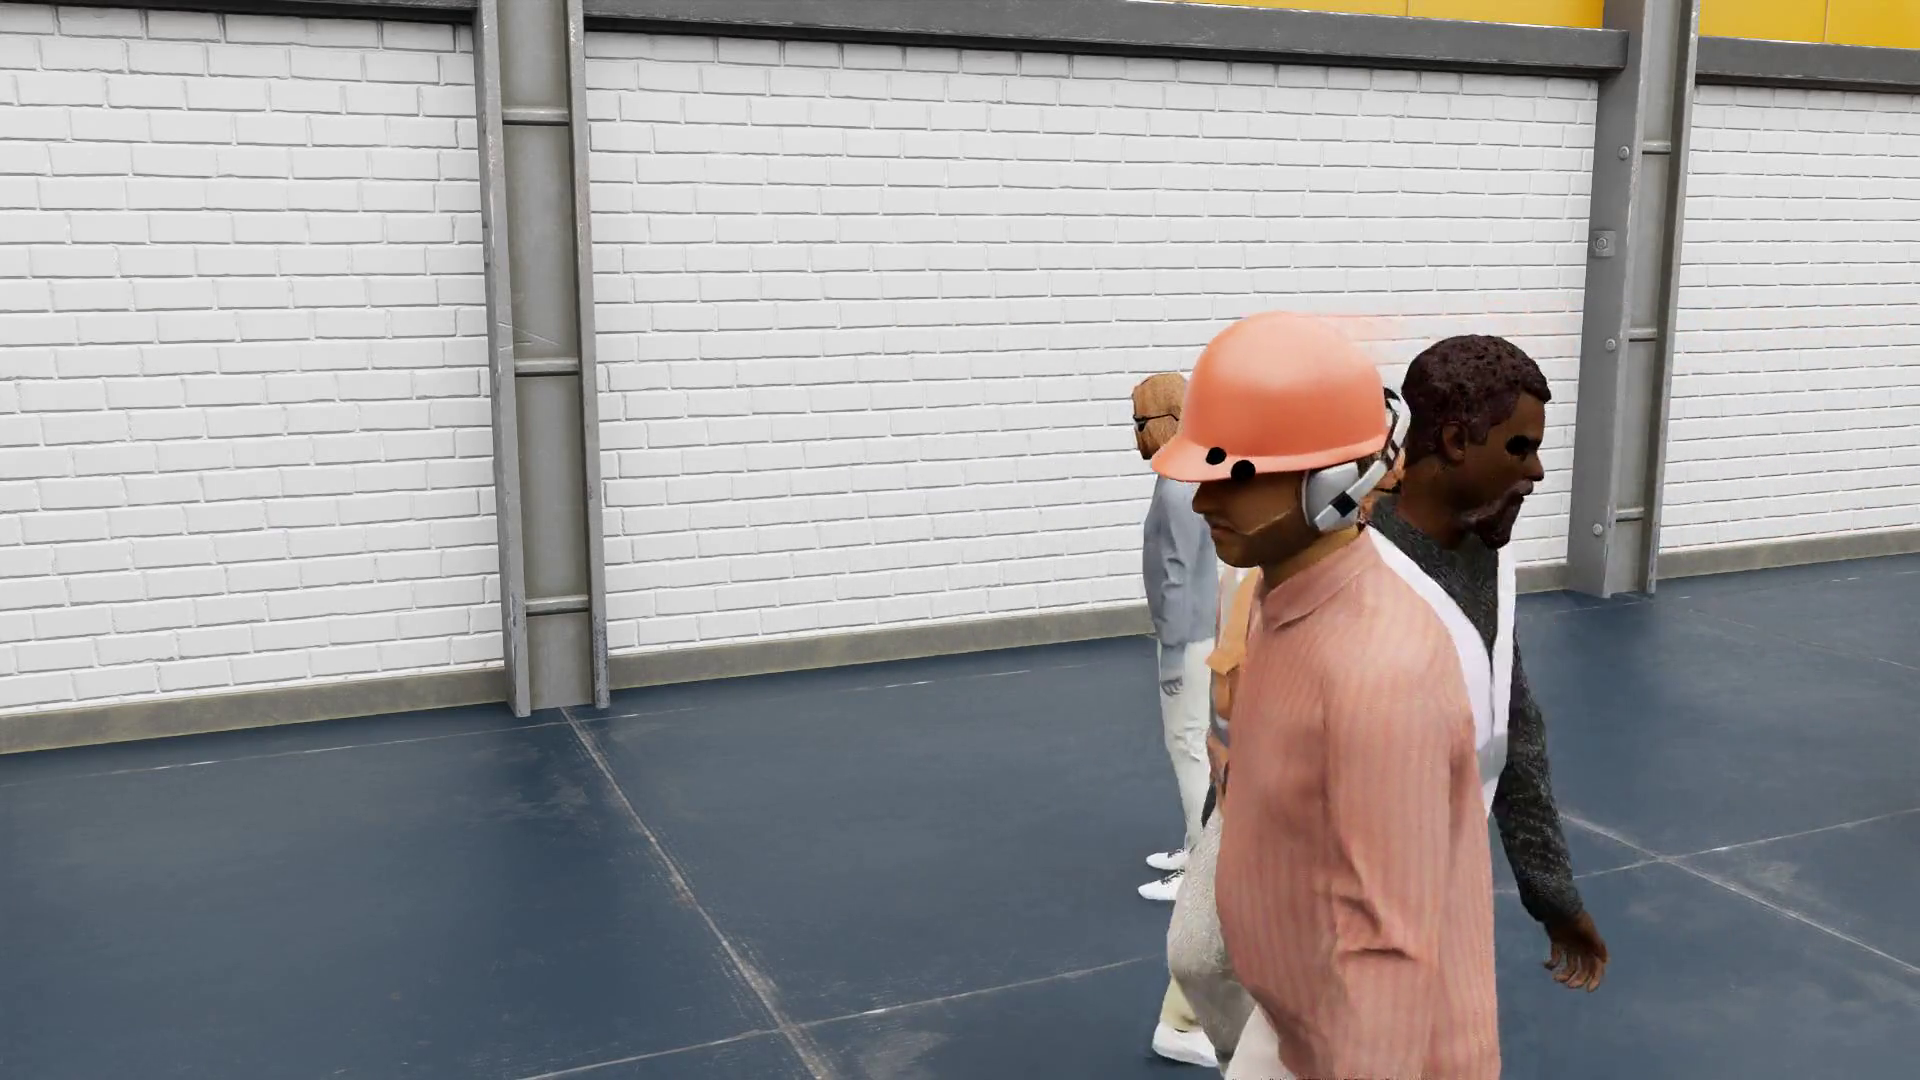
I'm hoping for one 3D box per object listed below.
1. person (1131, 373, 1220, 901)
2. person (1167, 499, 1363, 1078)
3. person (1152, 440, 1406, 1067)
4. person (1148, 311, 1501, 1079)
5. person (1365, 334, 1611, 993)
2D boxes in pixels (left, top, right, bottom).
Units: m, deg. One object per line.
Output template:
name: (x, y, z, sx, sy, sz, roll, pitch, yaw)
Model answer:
person: (0.672, 0.301, 5.109, 0.311, 1.624, 0.493, 2, 10, 11)
person: (0.665, 0.605, 3.418, 0.344, 1.613, 0.555, -6, 12, -30)
person: (0.866, 0.518, 3.986, 0.846, 1.586, 0.520, 1, 10, 4)
person: (0.596, 0.662, 2.269, 1.023, 1.941, 0.665, 0, 10, -3)
person: (0.799, 0.615, 2.693, 0.955, 1.867, 0.591, 7, 13, 35)
